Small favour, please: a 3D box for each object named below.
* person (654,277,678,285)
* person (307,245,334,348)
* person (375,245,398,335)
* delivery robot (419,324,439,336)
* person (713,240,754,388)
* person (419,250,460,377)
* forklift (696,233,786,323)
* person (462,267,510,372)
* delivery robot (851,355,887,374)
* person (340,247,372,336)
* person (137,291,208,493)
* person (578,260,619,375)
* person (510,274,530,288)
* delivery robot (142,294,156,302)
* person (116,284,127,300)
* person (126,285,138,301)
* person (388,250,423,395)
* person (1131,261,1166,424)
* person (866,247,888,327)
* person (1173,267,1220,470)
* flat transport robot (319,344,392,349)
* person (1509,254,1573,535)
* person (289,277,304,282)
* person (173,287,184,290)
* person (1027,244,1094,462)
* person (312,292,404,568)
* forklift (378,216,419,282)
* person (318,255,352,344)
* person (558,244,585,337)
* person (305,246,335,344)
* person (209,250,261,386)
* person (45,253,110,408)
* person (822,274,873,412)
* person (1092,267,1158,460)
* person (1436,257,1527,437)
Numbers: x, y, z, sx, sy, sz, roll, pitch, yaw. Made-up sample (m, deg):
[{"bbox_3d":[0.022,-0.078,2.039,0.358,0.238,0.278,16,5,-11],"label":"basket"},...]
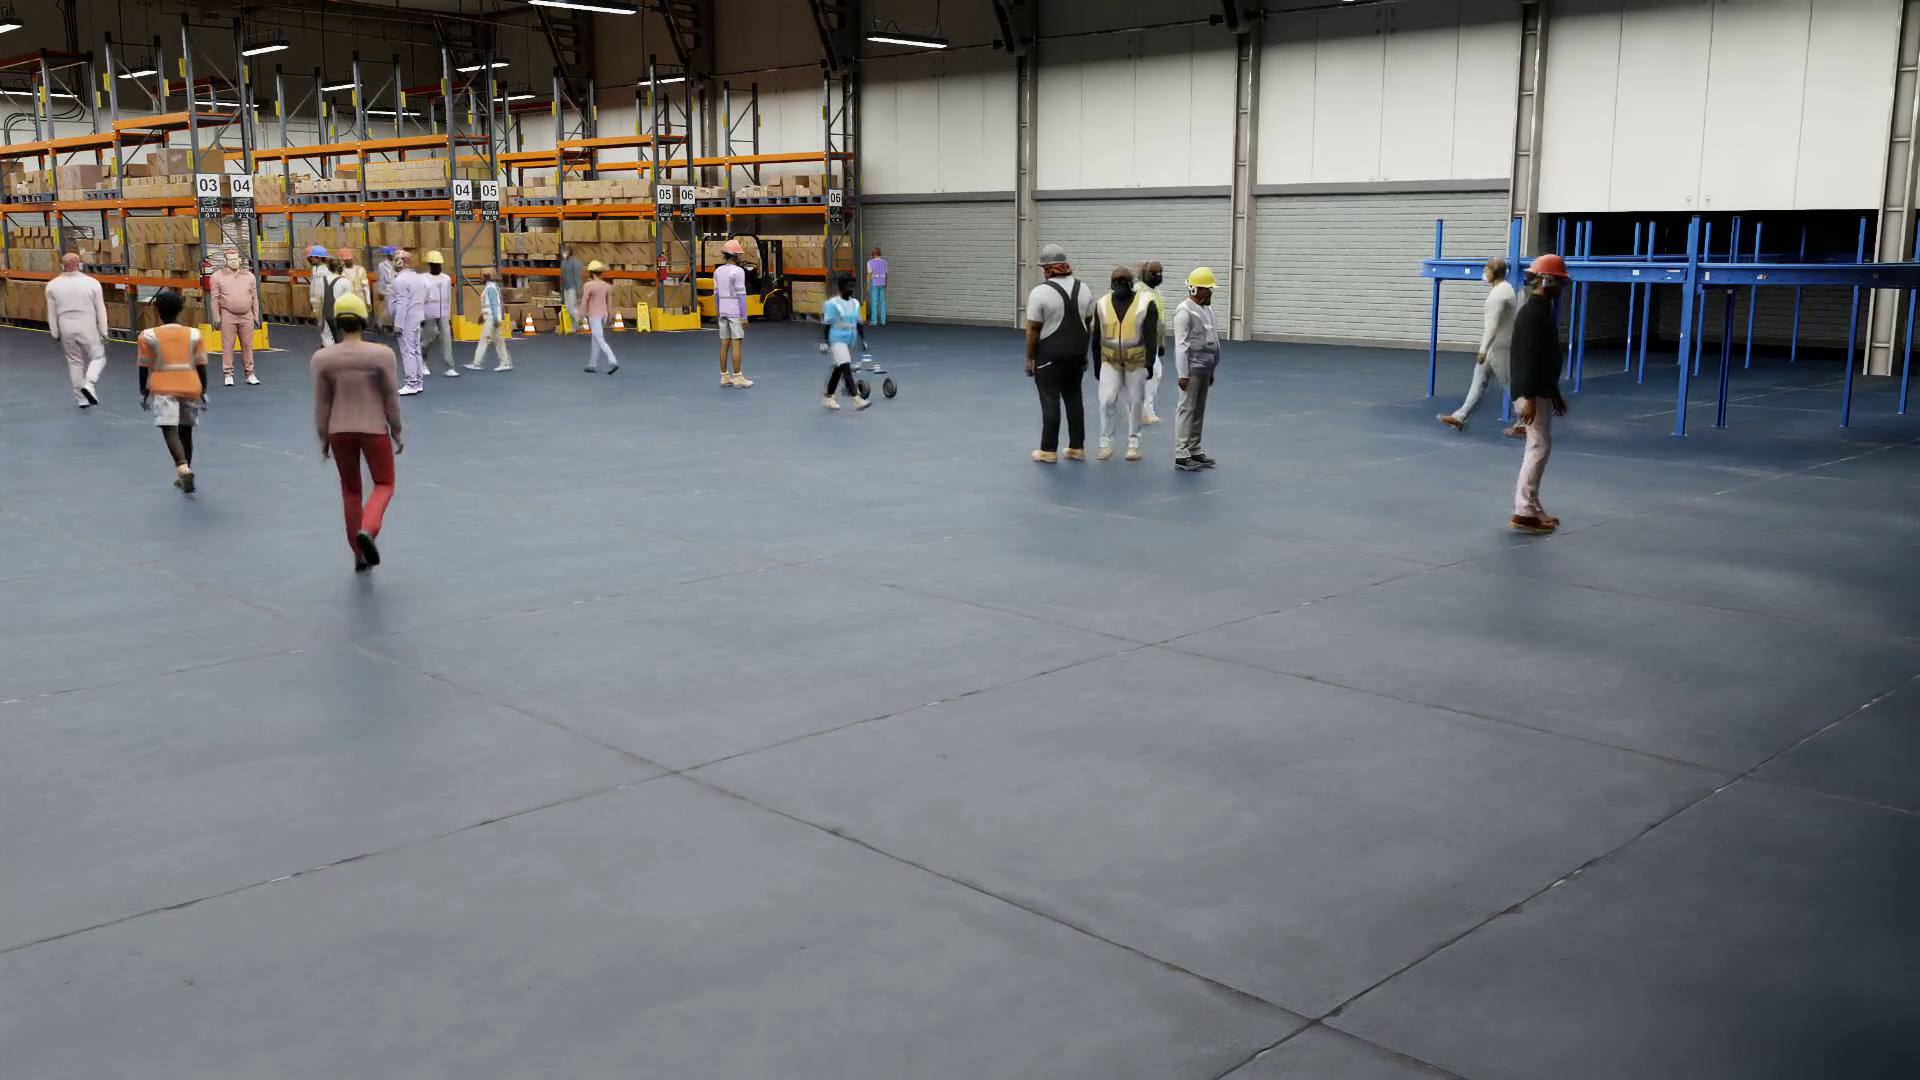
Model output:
[{"bbox_3d":[-7.177,-6.246,40.684,0.623,1.827,1.048,-1,10,-5],"label":"person"},{"bbox_3d":[-9.880,-3.580,25.797,0.380,1.951,0.605,-3,11,-18],"label":"person"},{"bbox_3d":[-11.720,-5.097,34.174,0.701,1.926,0.624,6,12,31],"label":"person"},{"bbox_3d":[-10.721,-4.275,33.245,0.707,0.478,0.477,5,12,23],"label":"delivery robot"},{"bbox_3d":[-3.177,-3.164,23.273,0.605,2.045,0.388,10,14,43],"label":"person"},{"bbox_3d":[-7.946,-3.419,25.098,0.932,1.892,0.600,9,14,41],"label":"person"},{"bbox_3d":[-5.496,-6.489,41.108,2.313,2.155,1.214,-10,14,-44],"label":"forklift"},{"bbox_3d":[-7.394,-3.412,25.811,0.799,1.605,0.531,-3,11,-18],"label":"person"},{"bbox_3d":[-1.217,-2.322,21.894,0.335,0.223,0.698,-7,12,-33],"label":"delivery robot"},{"bbox_3d":[-10.820,-4.260,29.636,0.580,1.903,0.761,-7,12,-32],"label":"person"},{"bbox_3d":[-6.466,-1.220,13.725,0.531,1.667,0.826,-8,13,-36],"label":"person"},{"bbox_3d":[-5.531,-3.424,25.537,0.872,1.728,0.524,7,12,32],"label":"person"},{"bbox_3d":[-12.256,-7.277,46.270,0.429,1.832,0.656,8,13,36],"label":"person"},{"bbox_3d":[-21.534,-6.299,44.292,0.477,0.478,0.707,-9,13,-39],"label":"delivery robot"},{"bbox_3d":[-19.827,-5.875,39.062,0.338,1.708,0.564,8,13,37],"label":"person"},{"bbox_3d":[-21.253,-6.608,42.467,0.679,1.893,0.596,9,14,41],"label":"person"},{"bbox_3d":[-7.406,-2.899,22.192,0.409,1.913,0.640,0,10,0],"label":"person"},{"bbox_3d":[2.157,-2.200,18.615,0.594,1.821,0.661,5,12,28],"label":"person"},{"bbox_3d":[-1.915,-5.896,38.743,0.561,1.836,0.377,-9,14,-40],"label":"person"},{"bbox_3d":[2.154,-1.560,15.134,0.403,1.823,0.588,6,12,31],"label":"person"},{"bbox_3d":[-10.608,-3.341,29.192,1.431,0.197,0.652,9,14,40],"label":"flat transport robot"},{"bbox_3d":[4.160,-1.044,11.964,0.428,1.964,0.703,5,12,26],"label":"person"},{"bbox_3d":[-17.797,-7.003,44.785,0.990,1.826,0.596,6,12,29],"label":"person"},{"bbox_3d":[-21.683,-7.078,45.837,0.515,1.598,0.781,8,13,38],"label":"person"},{"bbox_3d":[0.896,-1.747,15.671,0.691,2.000,0.535,-6,12,-31],"label":"person"},{"bbox_3d":[-3.786,-0.669,10.440,0.537,1.753,0.530,-1,10,-5],"label":"person"},{"bbox_3d":[-17.868,-9.201,54.028,1.873,2.768,1.129,-10,14,-44],"label":"forklift"},{"bbox_3d":[-8.777,-3.122,23.637,0.534,1.821,0.643,3,11,16],"label":"person"},{"bbox_3d":[-8.149,-5.205,34.749,0.434,1.923,0.631,-8,13,-38],"label":"person"},{"bbox_3d":[-11.238,-4.210,29.345,0.574,1.910,0.746,-1,10,-7],"label":"person"},{"bbox_3d":[-10.258,-3.152,23.584,0.651,1.907,0.409,-9,13,-39],"label":"person"},{"bbox_3d":[-10.789,-2.559,20.359,0.672,1.892,0.497,-2,11,-11],"label":"person"},{"bbox_3d":[-1.332,-2.350,19.883,0.910,1.640,0.543,8,13,38],"label":"person"},{"bbox_3d":[1.525,-1.638,15.586,0.658,1.814,0.747,3,11,17],"label":"person"},{"bbox_3d":[5.621,-2.038,17.593,1.030,1.875,0.646,4,11,22],"label":"person"}]
